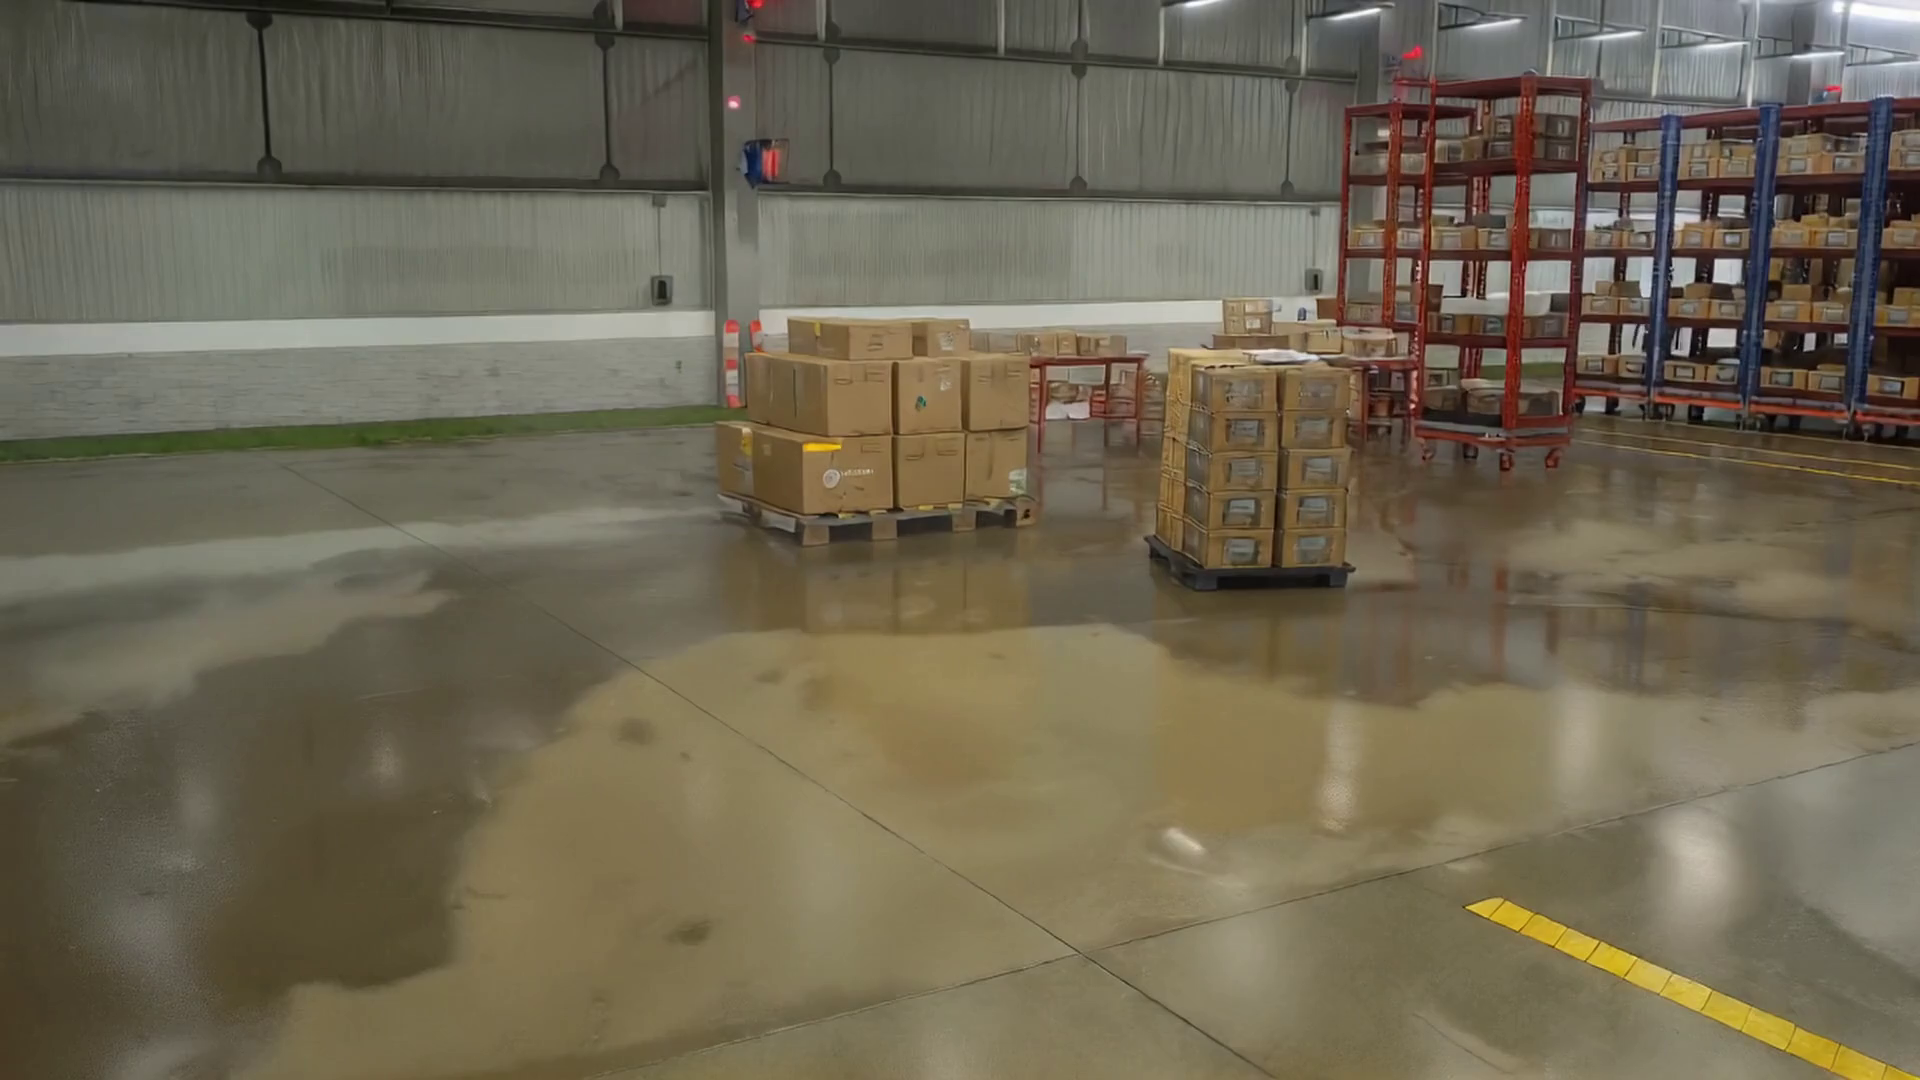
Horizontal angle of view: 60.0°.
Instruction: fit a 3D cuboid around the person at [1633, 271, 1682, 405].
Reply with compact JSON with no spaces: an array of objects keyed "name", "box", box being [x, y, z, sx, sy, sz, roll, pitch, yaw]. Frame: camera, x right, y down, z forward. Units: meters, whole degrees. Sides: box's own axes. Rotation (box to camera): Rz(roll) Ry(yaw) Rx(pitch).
[{"name":"person","box":[9.211,-2.686,21.946,0.575,1.803,0.923,3,11,18]}]
